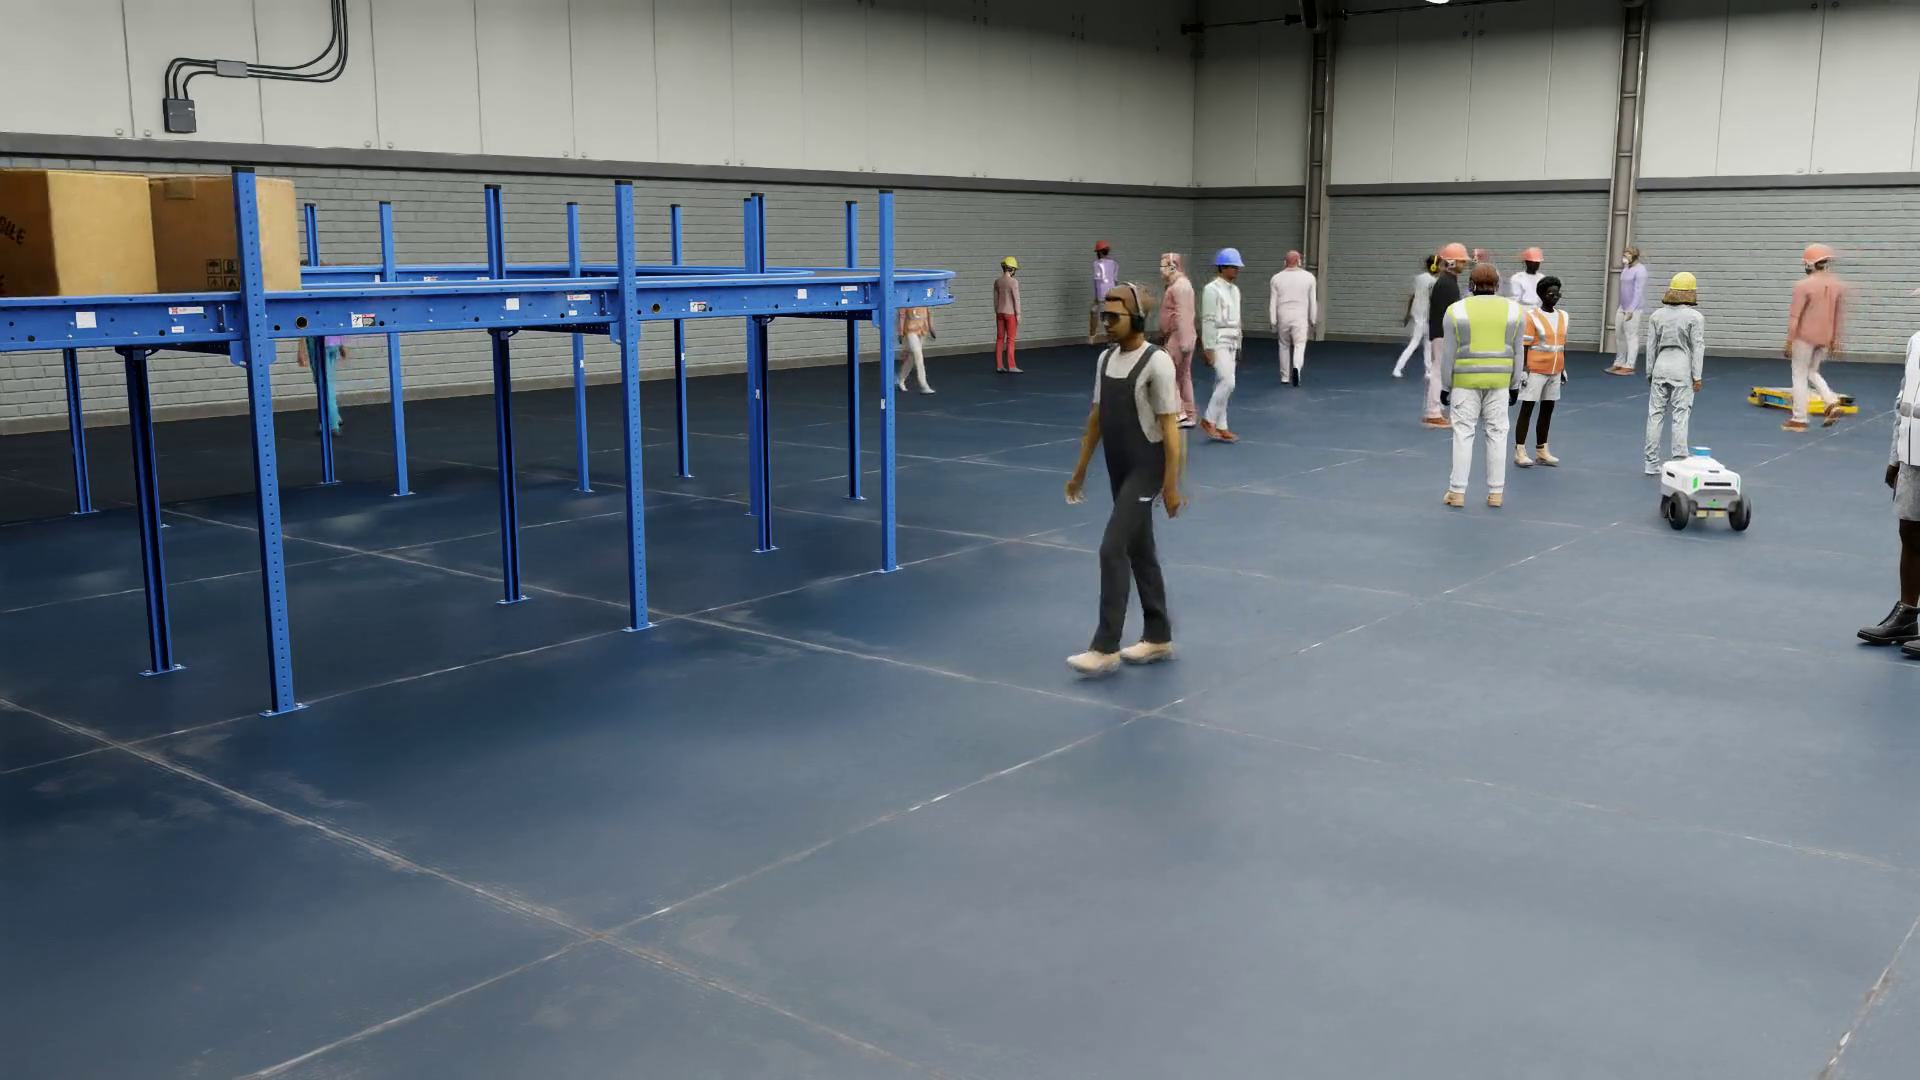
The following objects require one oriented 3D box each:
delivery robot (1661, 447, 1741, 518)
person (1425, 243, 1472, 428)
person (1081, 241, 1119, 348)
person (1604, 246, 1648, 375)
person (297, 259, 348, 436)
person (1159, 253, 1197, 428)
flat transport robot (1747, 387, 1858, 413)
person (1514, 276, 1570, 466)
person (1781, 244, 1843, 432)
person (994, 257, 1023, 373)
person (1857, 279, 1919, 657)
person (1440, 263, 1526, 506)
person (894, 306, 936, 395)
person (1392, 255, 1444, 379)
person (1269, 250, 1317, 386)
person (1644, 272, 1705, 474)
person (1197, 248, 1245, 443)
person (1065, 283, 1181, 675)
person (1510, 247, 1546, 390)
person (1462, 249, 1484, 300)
[{"bbox_3d":[5.297,-0.420,11.903,0.477,0.478,0.707,1,10,5],"label":"delivery robot"},{"bbox_3d":[5.265,-2.198,17.945,0.452,1.978,0.612,4,11,20],"label":"person"},{"bbox_3d":[2.697,-4.652,31.533,0.623,1.985,0.950,-8,13,-37],"label":"person"},{"bbox_3d":[10.073,-3.456,25.061,0.412,1.936,0.646,-1,10,-7],"label":"person"},{"bbox_3d":[-6.622,-1.989,17.187,0.492,1.828,0.611,3,11,16],"label":"person"},{"bbox_3d":[2.319,-2.130,17.852,0.546,1.881,0.726,1,10,7],"label":"person"},{"bbox_3d":[10.113,-1.692,19.995,0.652,0.197,1.431,0,10,2],"label":"flat transport robot"},{"bbox_3d":[5.235,-1.513,14.936,0.540,1.695,0.318,-4,11,-22],"label":"person"},{"bbox_3d":[9.028,-2.130,17.588,0.620,1.980,0.501,-4,11,-22],"label":"person"},{"bbox_3d":[0.737,-3.428,25.376,0.327,1.760,0.524,-9,14,-41],"label":"person"},{"bbox_3d":[4.733,-0.402,8.114,0.361,1.935,0.552,-2,10,-10],"label":"person"},{"bbox_3d":[3.964,-1.180,12.689,0.627,1.844,0.429,1,10,4],"label":"person"},{"bbox_3d":[-0.626,-2.758,22.088,0.843,1.605,0.513,9,14,42],"label":"person"},{"bbox_3d":[6.721,-3.264,24.360,0.819,1.815,0.525,0,10,-2],"label":"person"},{"bbox_3d":[4.638,-3.093,23.202,0.649,1.882,0.864,2,11,13],"label":"person"},{"bbox_3d":[6.158,-1.425,14.320,0.319,1.742,0.492,-8,13,-39],"label":"person"},{"bbox_3d":[2.636,-1.933,16.589,0.438,1.935,0.634,7,12,34],"label":"person"},{"bbox_3d":[0.715,-0.284,7.806,0.802,1.814,0.520,-5,11,-24],"label":"person"},{"bbox_3d":[7.675,-2.970,22.386,0.562,1.921,0.471,-2,10,-11],"label":"person"},{"bbox_3d":[7.708,-3.461,25.230,0.895,1.870,0.674,5,11,24],"label":"person"}]
